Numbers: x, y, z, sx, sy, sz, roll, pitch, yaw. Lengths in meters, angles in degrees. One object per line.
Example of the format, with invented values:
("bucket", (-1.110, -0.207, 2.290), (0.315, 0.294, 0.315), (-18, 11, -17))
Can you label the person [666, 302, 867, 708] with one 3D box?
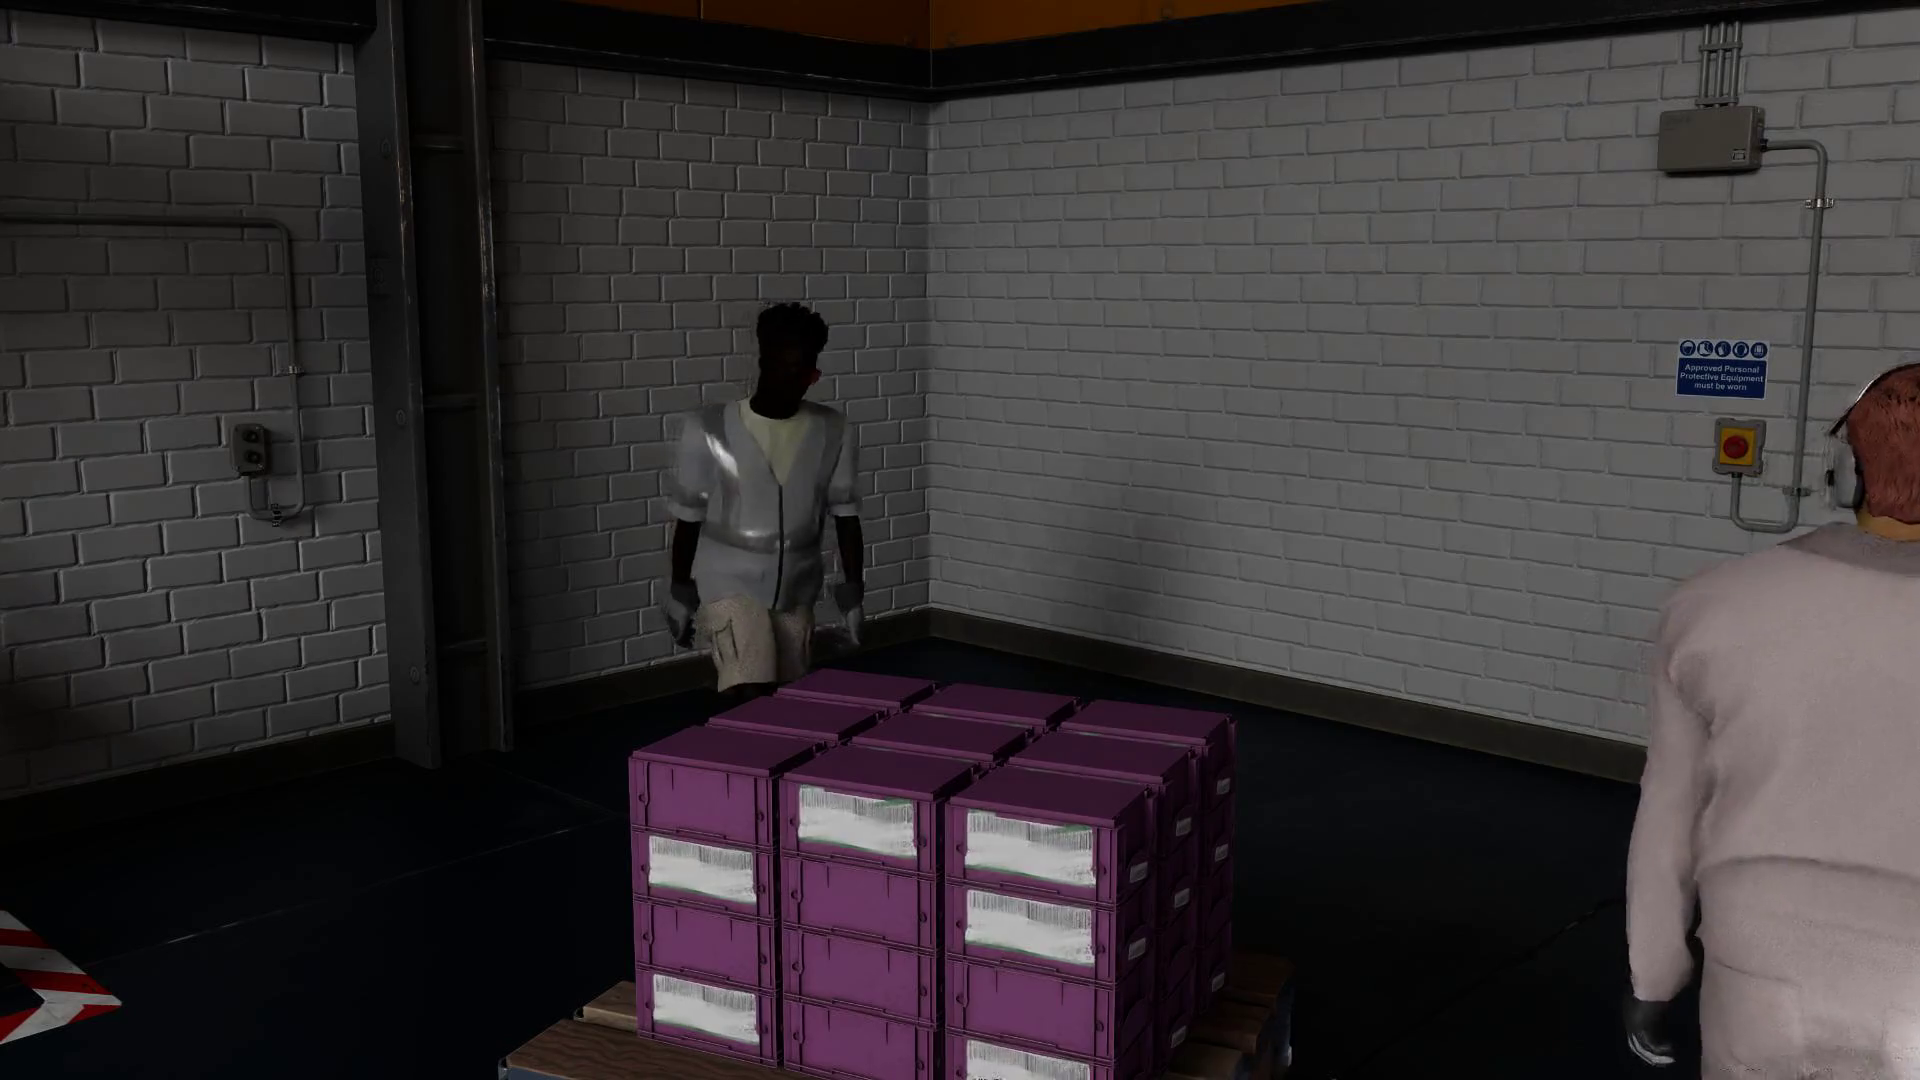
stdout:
("person", (-0.631, 0.174, 5.518), (0.640, 1.905, 0.982), (-4, 10, -25))

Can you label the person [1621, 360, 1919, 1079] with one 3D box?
("person", (1.358, 0.682, 2.477), (0.675, 1.892, 0.434), (7, 12, 37))
